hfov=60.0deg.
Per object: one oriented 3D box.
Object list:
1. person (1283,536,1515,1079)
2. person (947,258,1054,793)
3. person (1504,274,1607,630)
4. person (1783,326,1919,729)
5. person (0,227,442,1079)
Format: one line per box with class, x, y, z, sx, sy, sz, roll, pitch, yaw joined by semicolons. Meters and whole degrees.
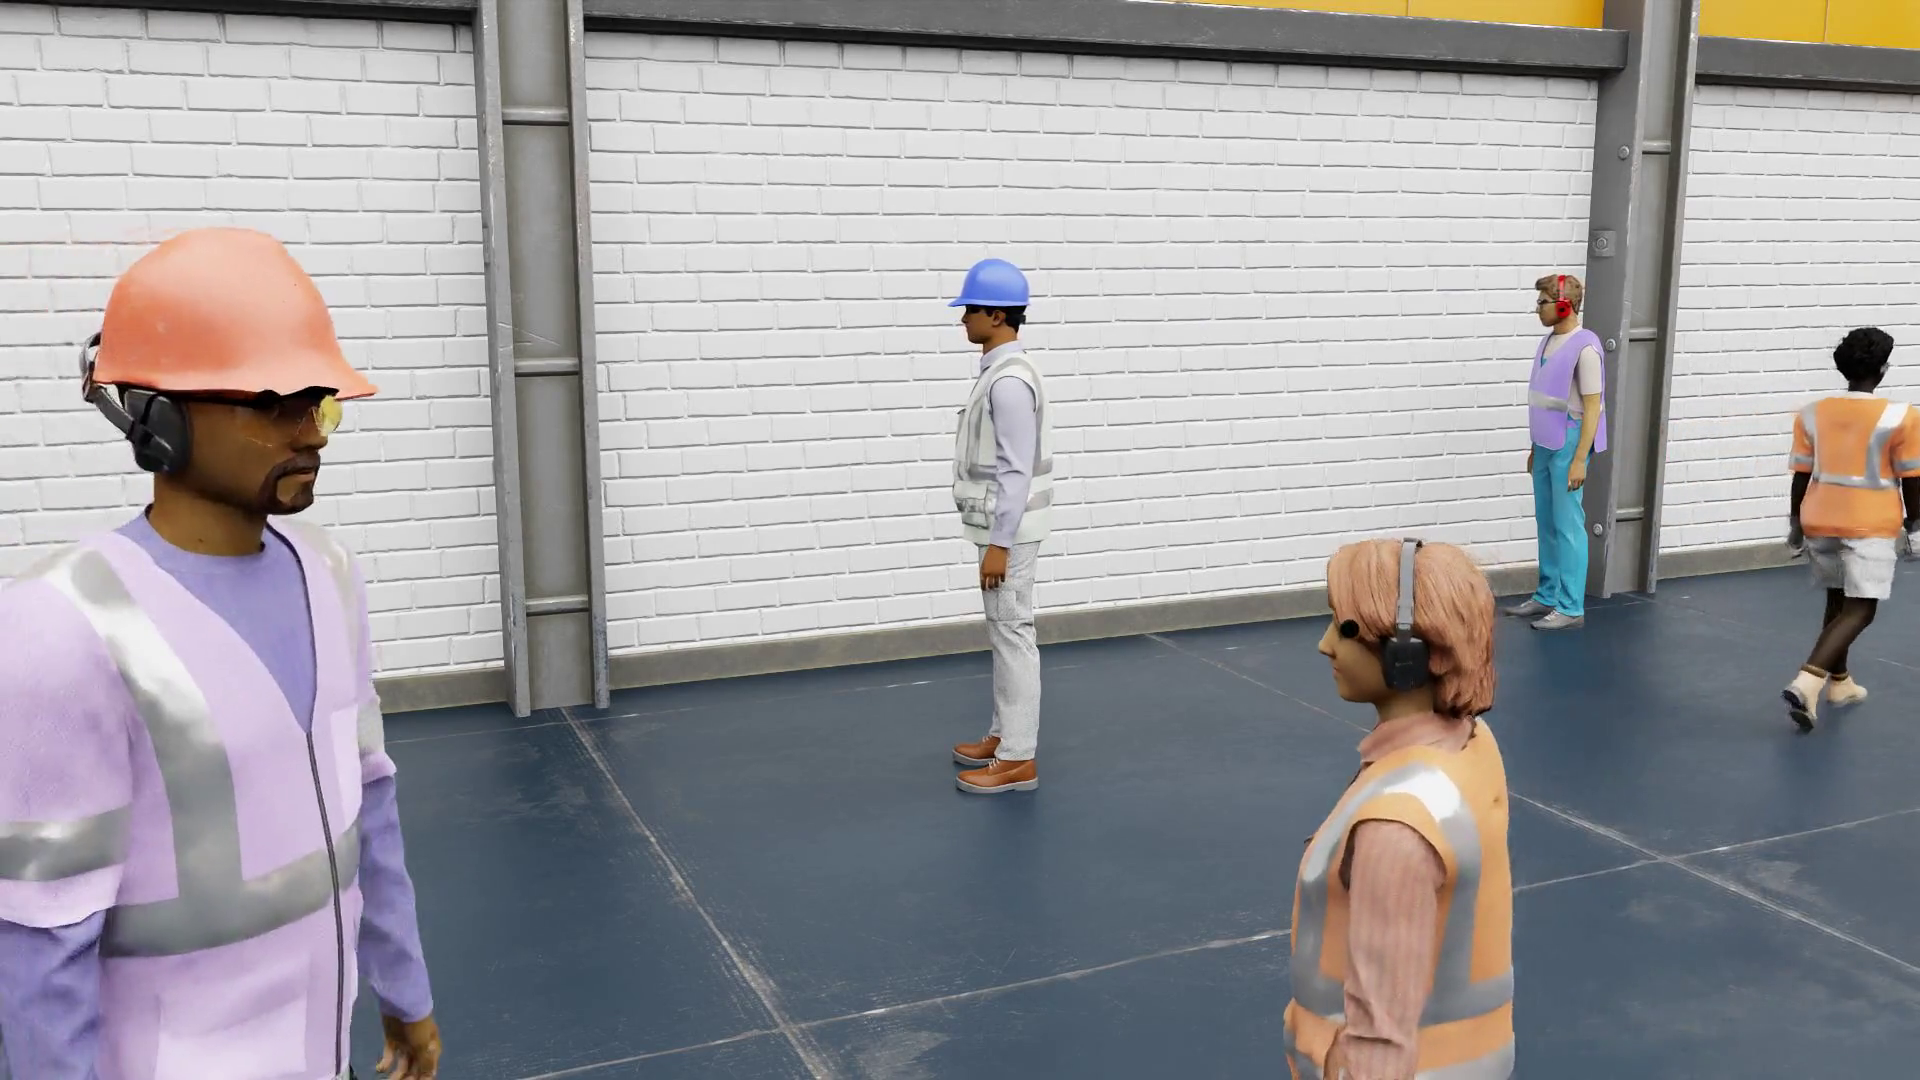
person;0.589;0.801;2.310;0.338;1.638;0.528;5;11;25
person;0.149;-0.048;6.117;0.389;1.949;0.603;0;10;0
person;3.131;-0.451;8.644;0.381;1.837;0.571;-1;10;-4
person;3.683;-0.057;6.940;0.785;1.668;0.532;-6;12;-30
person;-0.844;0.640;2.104;0.514;2.029;0.633;2;10;9
